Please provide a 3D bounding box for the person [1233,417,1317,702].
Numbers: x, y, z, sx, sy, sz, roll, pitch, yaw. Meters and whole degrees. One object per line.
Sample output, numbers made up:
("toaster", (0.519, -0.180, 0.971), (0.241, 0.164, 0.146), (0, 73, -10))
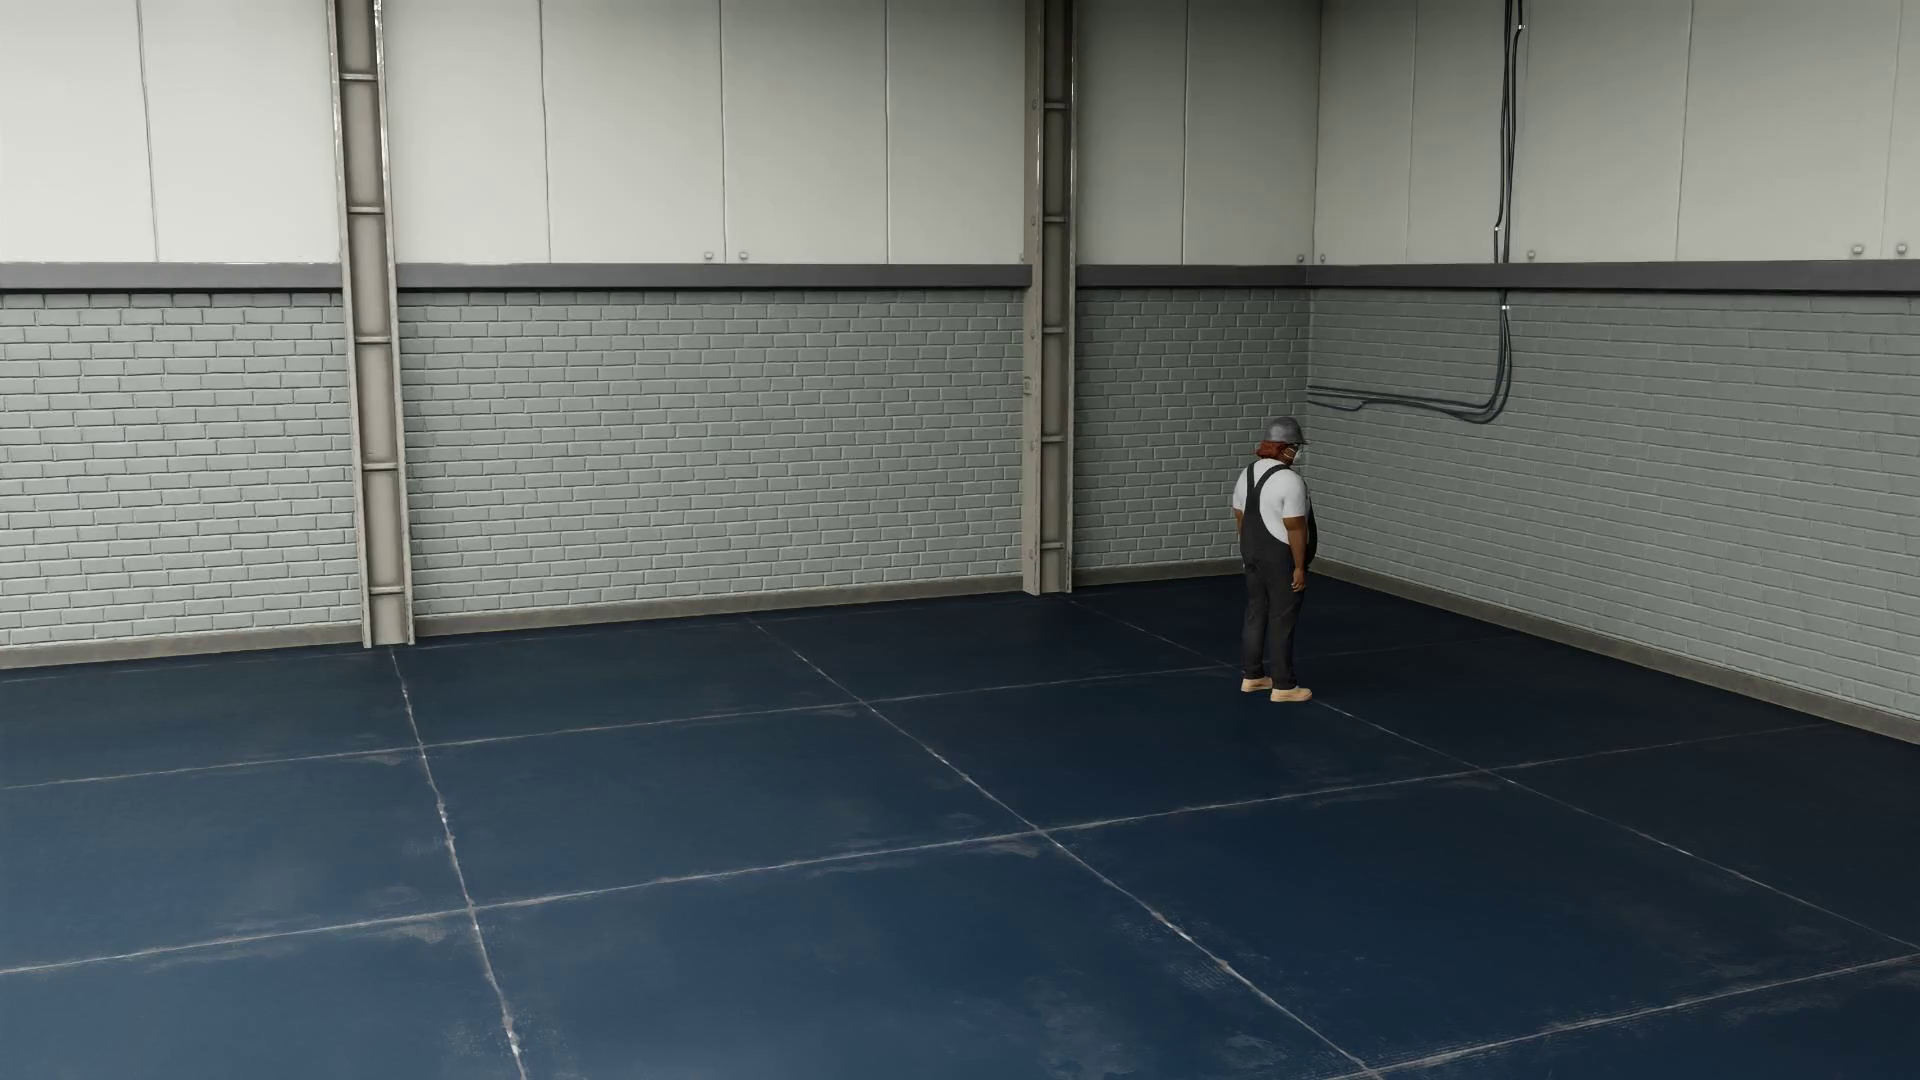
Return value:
("person", (2.305, 0.123, 11.947), (0.536, 2.000, 0.688), (-5, 10, -26))
